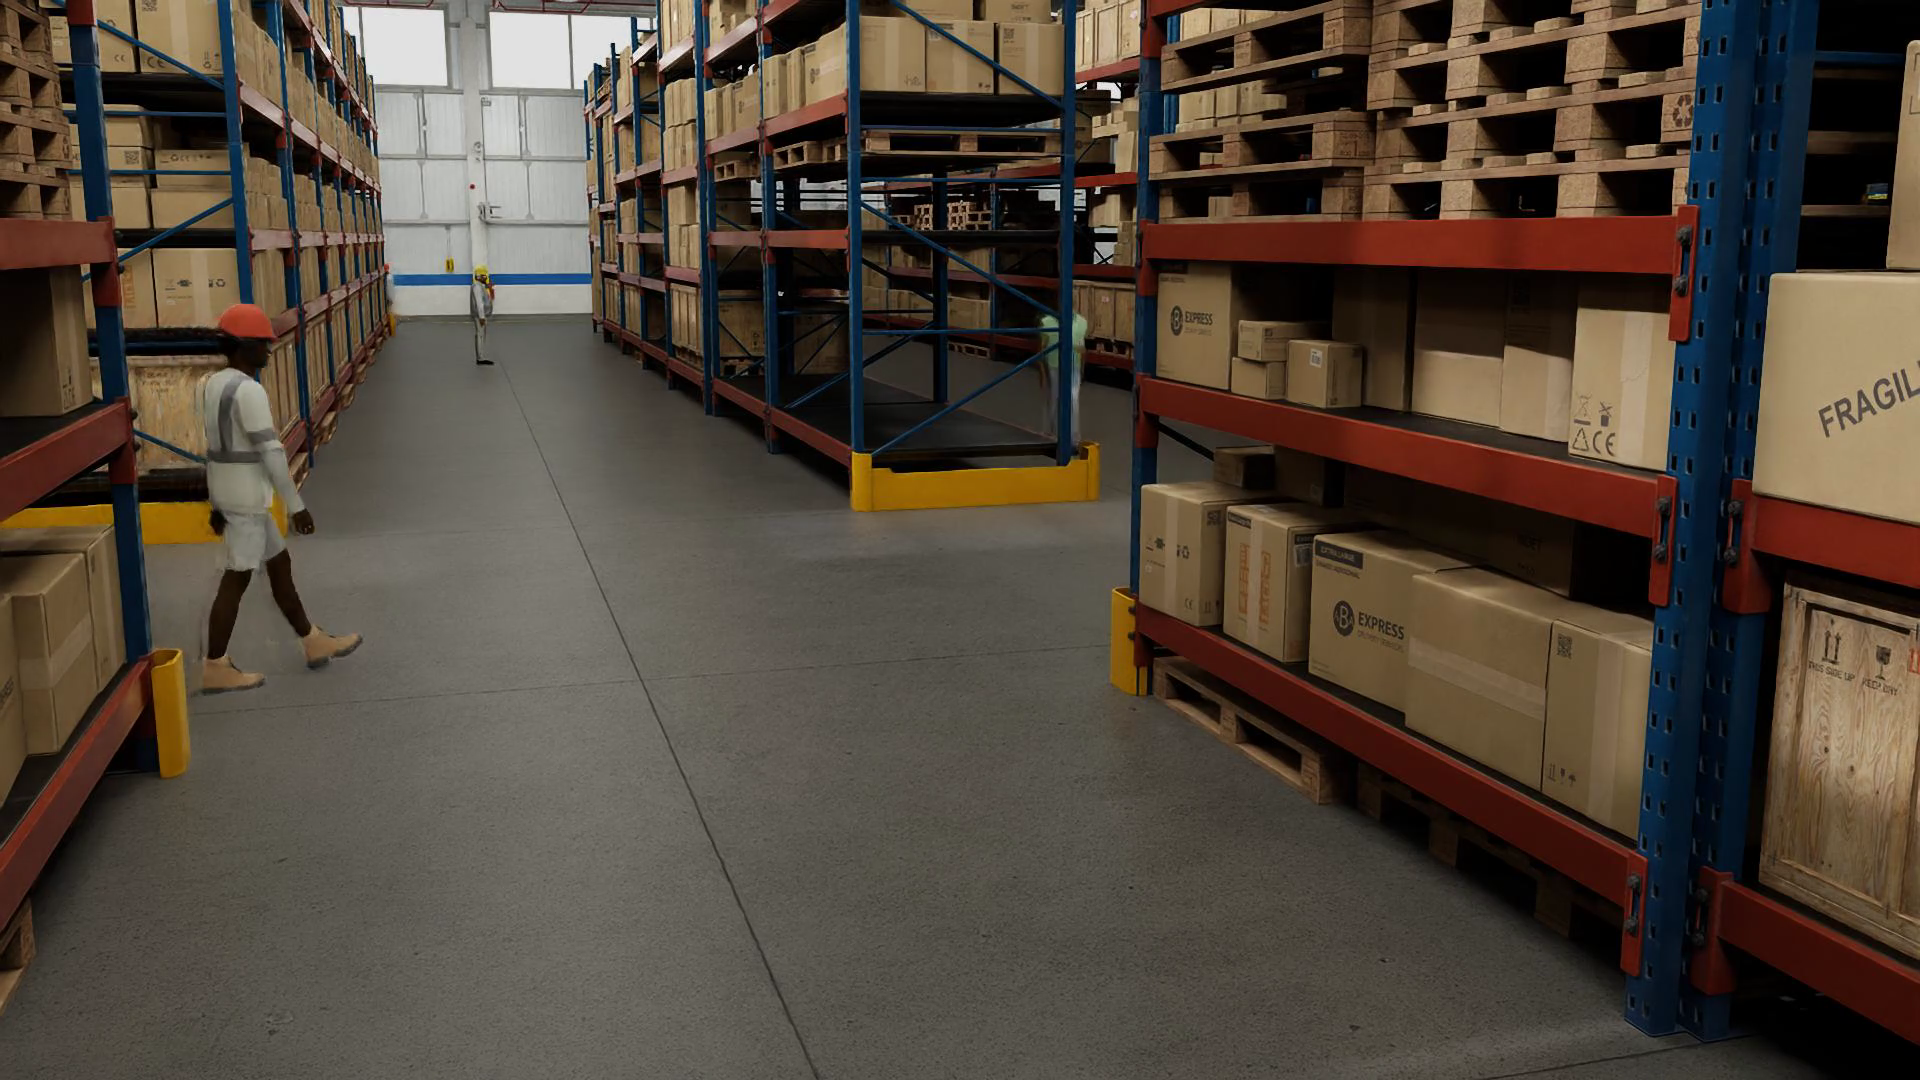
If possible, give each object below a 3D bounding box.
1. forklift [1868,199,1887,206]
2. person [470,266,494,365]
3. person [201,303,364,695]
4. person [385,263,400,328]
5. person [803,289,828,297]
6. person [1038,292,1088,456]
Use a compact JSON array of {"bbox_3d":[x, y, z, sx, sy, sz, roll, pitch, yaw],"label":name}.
[{"bbox_3d":[11.338,-2.915,21.052,1.129,2.768,1.873,-3,11,-17],"label":"forklift"},{"bbox_3d":[-8.791,-4.123,30.575,0.403,1.822,0.588,-4,11,-19],"label":"person"},{"bbox_3d":[-3.589,-0.222,8.710,0.976,2.004,0.614,-8,13,-36],"label":"person"},{"bbox_3d":[-14.198,-6.014,41.221,0.367,1.711,0.605,-3,11,-17],"label":"person"},{"bbox_3d":[-3.055,-4.950,34.917,0.647,1.892,0.480,-5,11,-25],"label":"person"},{"bbox_3d":[1.108,-1.834,18.136,0.580,1.797,1.020,-3,11,-14],"label":"person"}]
